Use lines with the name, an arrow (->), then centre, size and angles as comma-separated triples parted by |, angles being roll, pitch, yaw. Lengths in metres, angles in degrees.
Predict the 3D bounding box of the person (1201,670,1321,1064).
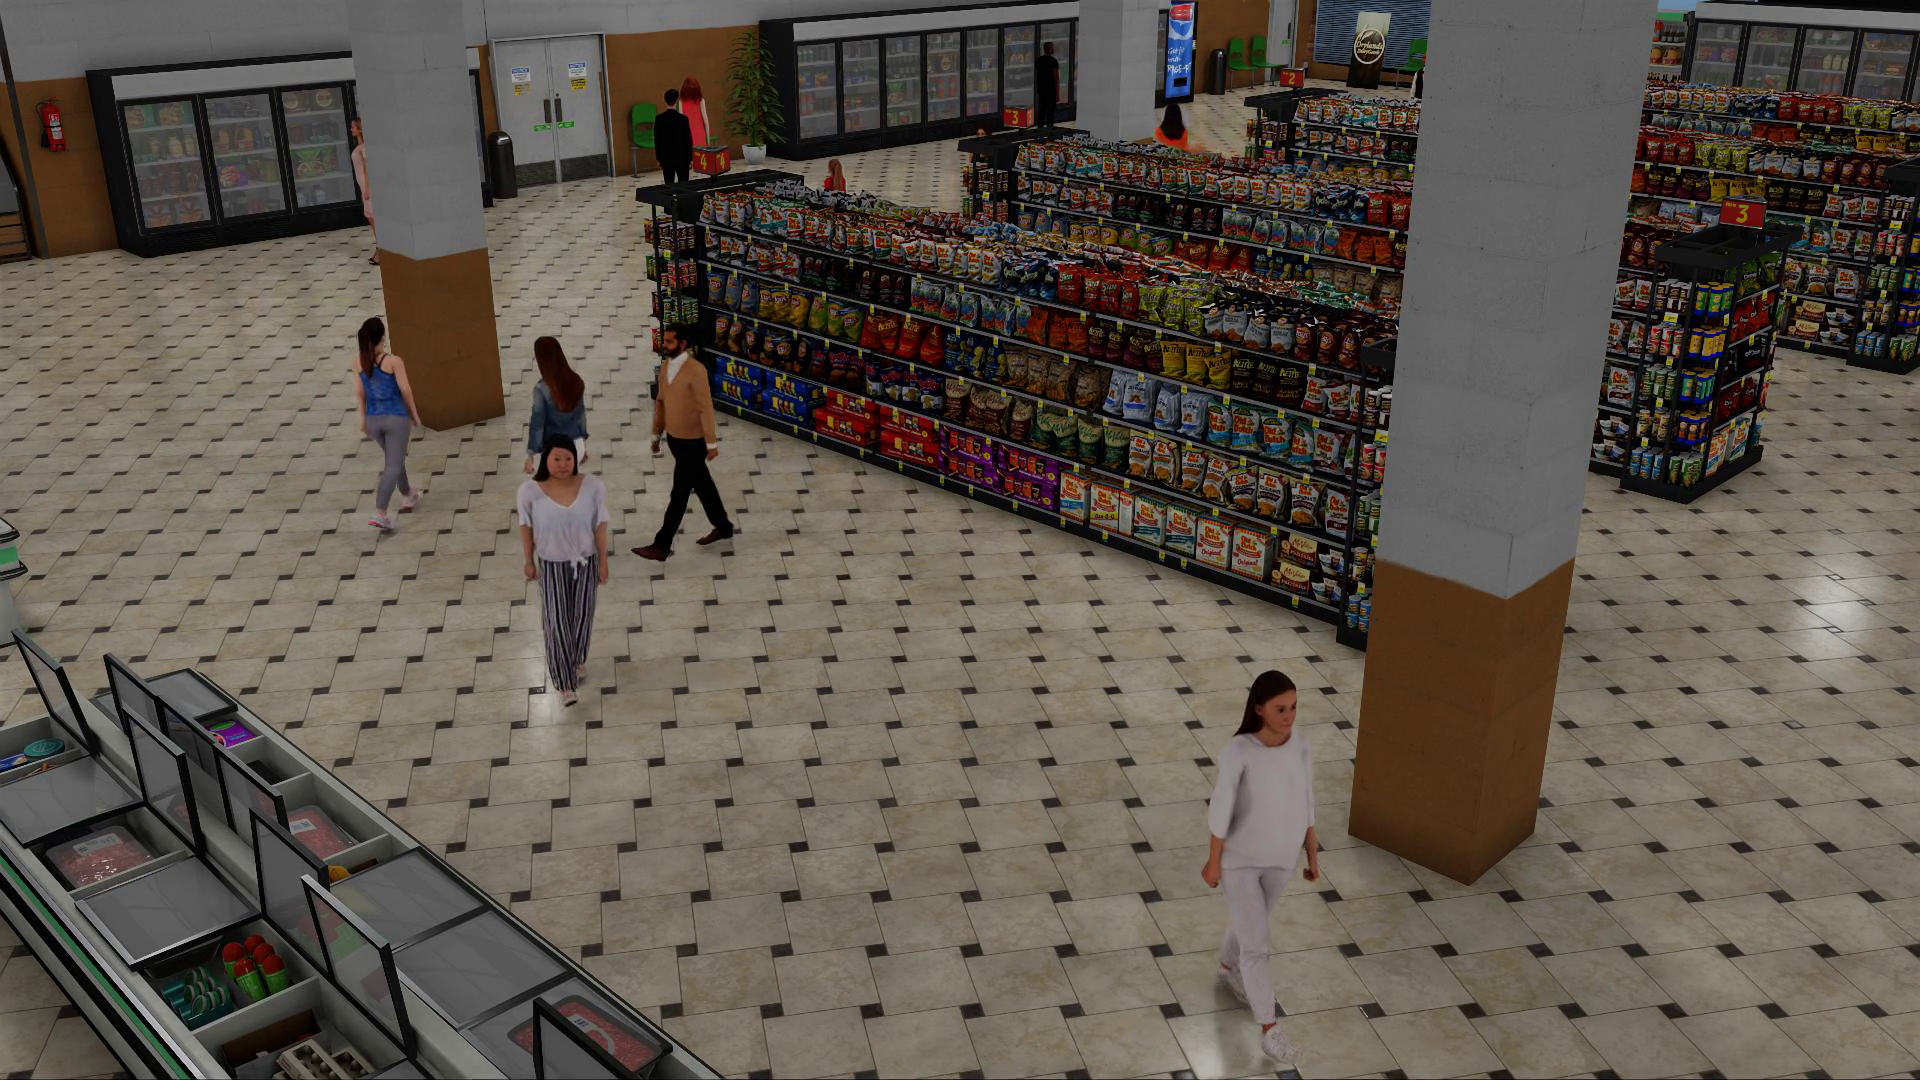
person -> 1.233, 1.301, 7.059 | 0.830, 1.656, 1.059 | -10, 24, -24

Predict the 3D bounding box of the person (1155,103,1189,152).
person -> 2.922, -5.130, 22.961 | 0.883, 1.734, 0.983 | -4, 22, -9

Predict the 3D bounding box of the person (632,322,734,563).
person -> -1.889, -0.715, 12.009 | 0.771, 1.705, 1.080 | -19, 28, -39

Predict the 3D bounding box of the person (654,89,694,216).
person -> -3.988, -5.337, 23.261 | 0.775, 1.893, 0.847 | 1, 22, 3

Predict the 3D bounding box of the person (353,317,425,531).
person -> -4.329, -0.844, 12.504 | 1.085, 1.576, 0.992 | 5, 22, 12

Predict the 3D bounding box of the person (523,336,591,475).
person -> -2.742, -0.590, 11.740 | 1.015, 1.675, 0.824 | 11, 24, 25

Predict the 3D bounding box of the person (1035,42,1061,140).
person -> 1.597, -8.189, 30.457 | 0.491, 1.819, 0.732 | 18, 28, 38

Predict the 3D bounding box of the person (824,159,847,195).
person -> -1.599, -4.245, 21.366 | 0.472, 1.281, 0.488 | 20, 29, 41

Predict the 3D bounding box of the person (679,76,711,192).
person -> -4.037, -6.108, 25.269 | 0.646, 1.827, 0.728 | 2, 22, 5

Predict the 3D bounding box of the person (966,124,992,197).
person -> 0.304, -4.418, 21.198 | 0.584, 1.726, 0.708 | 7, 23, 17

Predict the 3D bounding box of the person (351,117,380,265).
person -> -7.486, -4.429, 21.087 | 0.695, 1.830, 0.559 | -9, 24, -21

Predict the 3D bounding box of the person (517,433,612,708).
person -> -2.367, 0.120, 10.022 | 0.945, 1.638, 1.169 | -8, 23, -19
